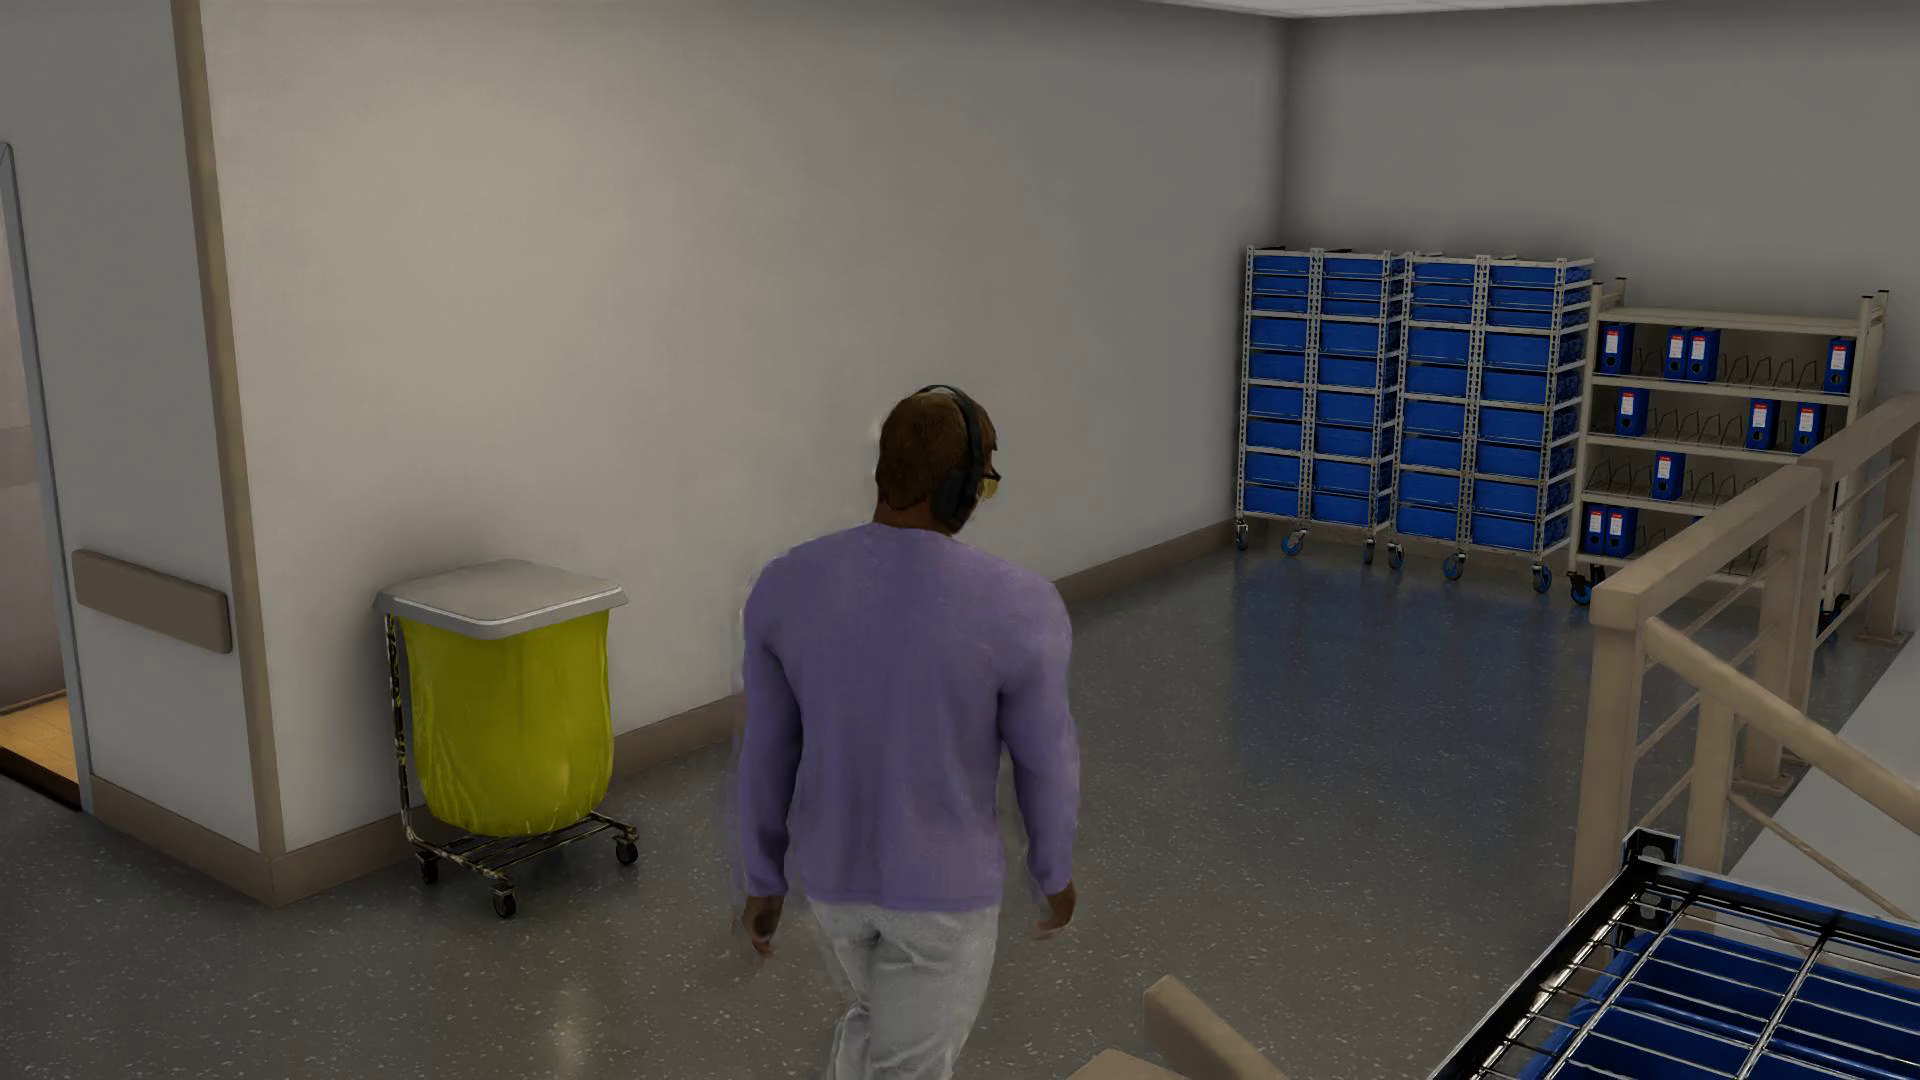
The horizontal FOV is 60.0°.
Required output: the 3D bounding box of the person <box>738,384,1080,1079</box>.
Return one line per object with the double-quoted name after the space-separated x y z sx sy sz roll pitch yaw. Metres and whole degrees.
-0.079 0.643 3.234 0.642 1.896 0.771 6 15 24 "person"
